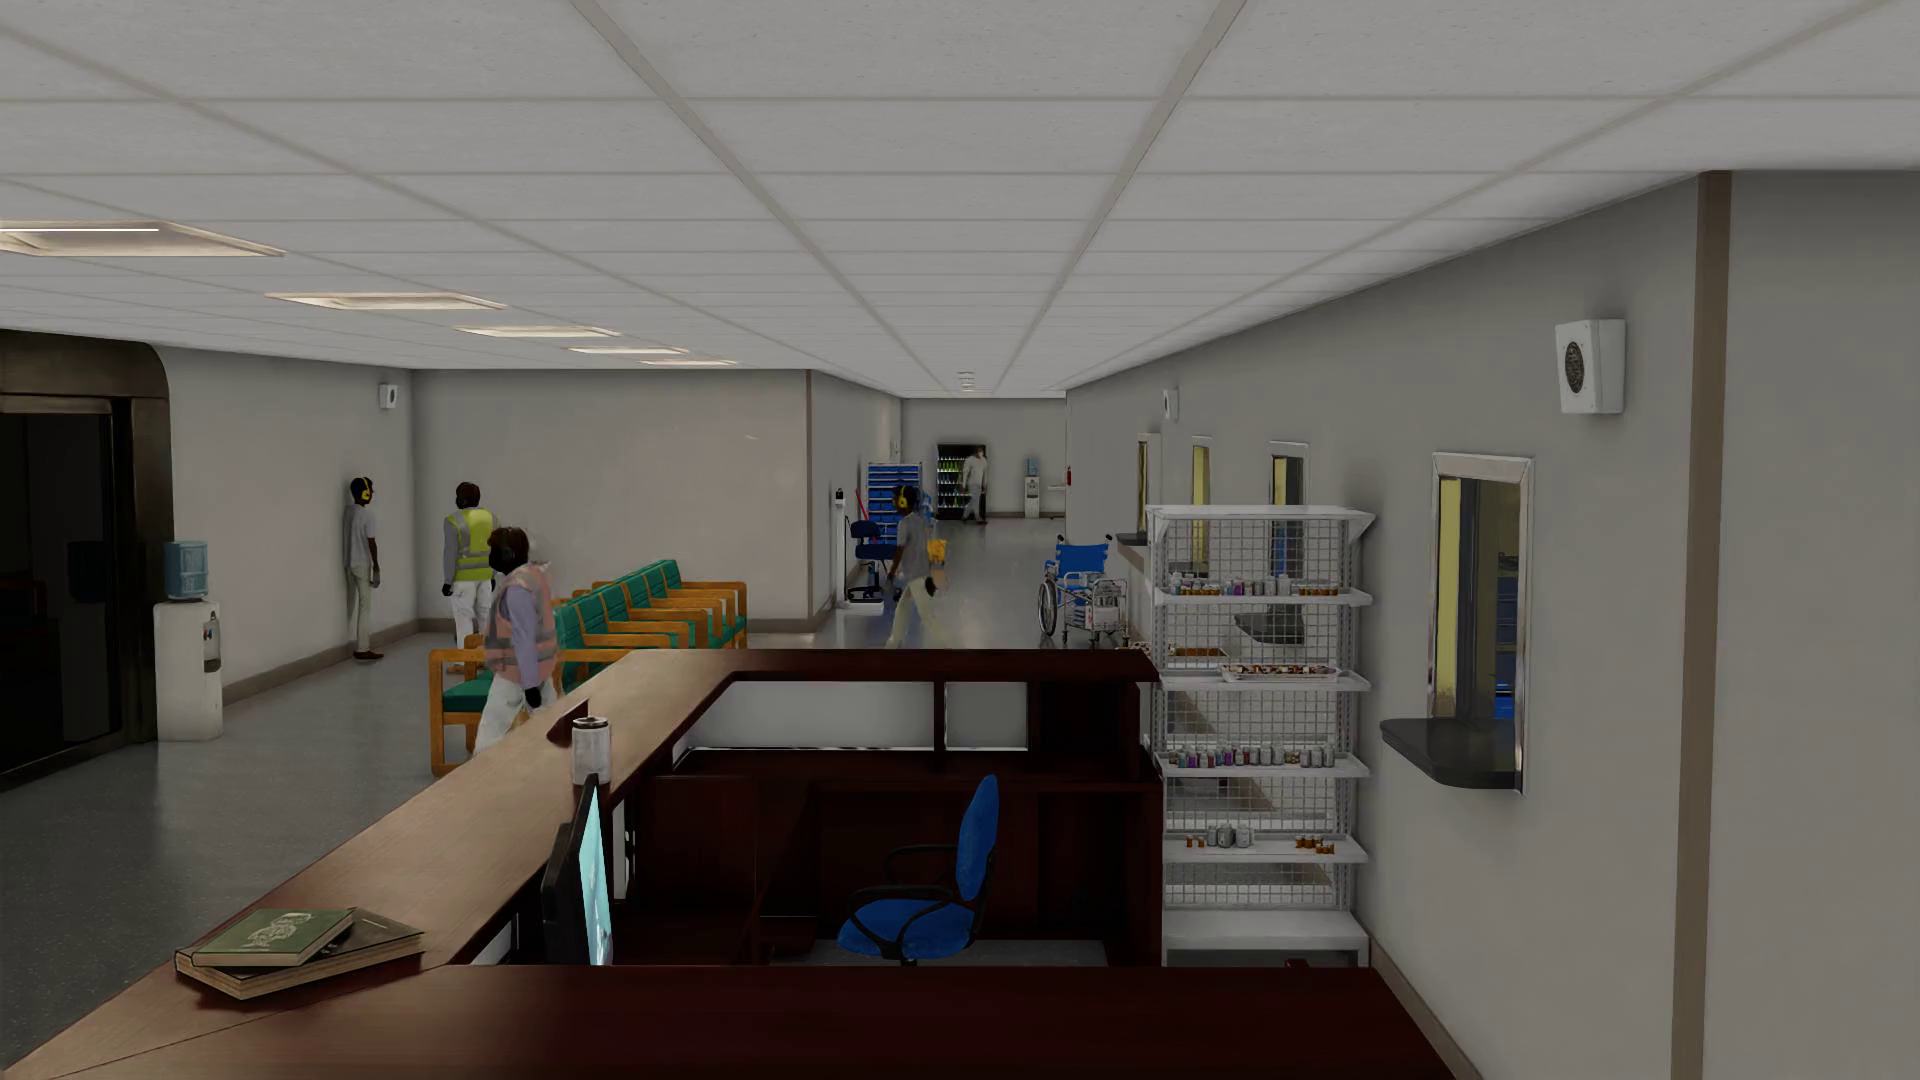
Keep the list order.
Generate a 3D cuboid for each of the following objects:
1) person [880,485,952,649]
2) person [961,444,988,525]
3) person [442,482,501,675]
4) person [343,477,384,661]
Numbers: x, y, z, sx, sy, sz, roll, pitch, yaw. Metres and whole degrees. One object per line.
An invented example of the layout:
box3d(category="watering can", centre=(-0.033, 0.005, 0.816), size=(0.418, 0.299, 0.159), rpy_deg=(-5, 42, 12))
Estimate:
box3d(category="person", centre=(-0.447, 0.370, 16.128), size=(0.987, 1.813, 0.492), rpy_deg=(1, 4, 13))
box3d(category="person", centre=(0.290, -1.300, 38.975), size=(0.905, 1.904, 0.628), rpy_deg=(4, 6, 44))
box3d(category="person", centre=(-4.700, 0.365, 15.932), size=(0.429, 1.846, 0.627), rpy_deg=(3, 5, 34))
box3d(category="person", centre=(-6.096, 0.292, 16.861), size=(0.524, 1.862, 0.324), rpy_deg=(2, 5, 26))
